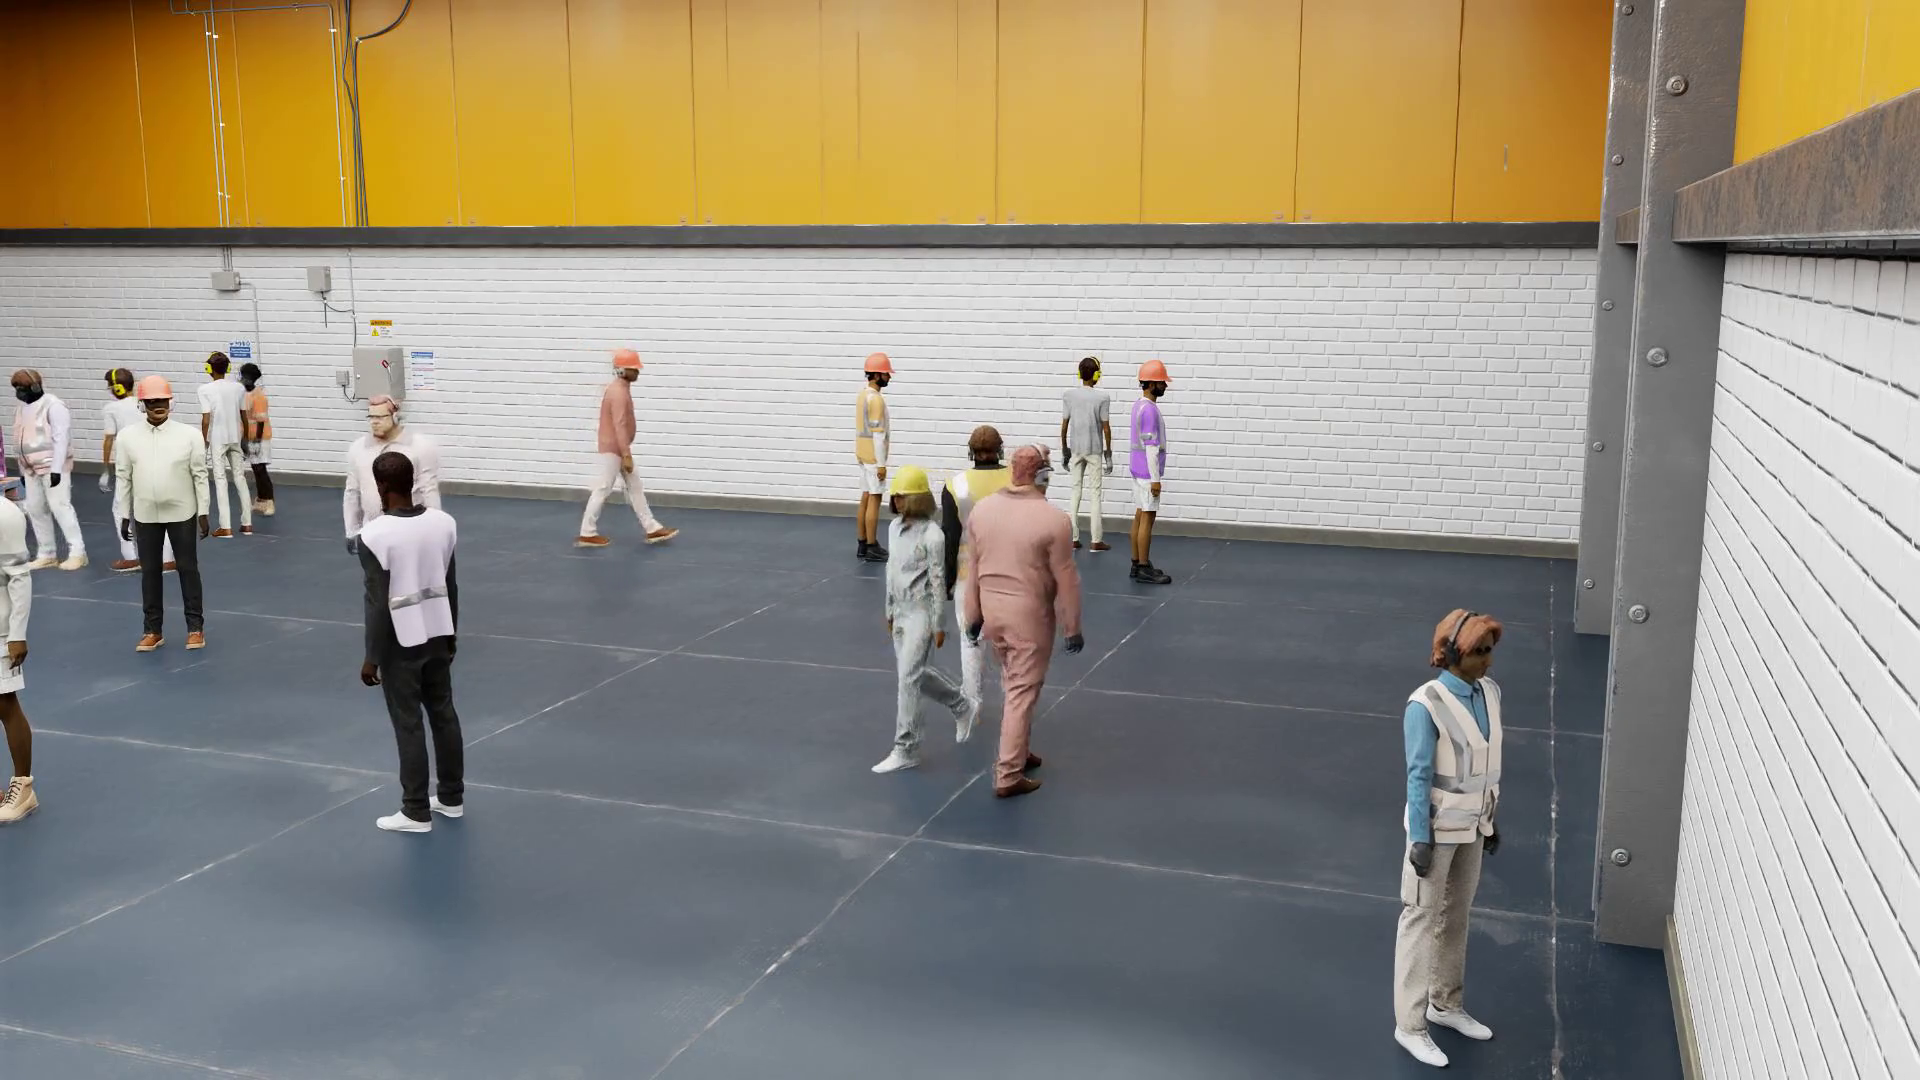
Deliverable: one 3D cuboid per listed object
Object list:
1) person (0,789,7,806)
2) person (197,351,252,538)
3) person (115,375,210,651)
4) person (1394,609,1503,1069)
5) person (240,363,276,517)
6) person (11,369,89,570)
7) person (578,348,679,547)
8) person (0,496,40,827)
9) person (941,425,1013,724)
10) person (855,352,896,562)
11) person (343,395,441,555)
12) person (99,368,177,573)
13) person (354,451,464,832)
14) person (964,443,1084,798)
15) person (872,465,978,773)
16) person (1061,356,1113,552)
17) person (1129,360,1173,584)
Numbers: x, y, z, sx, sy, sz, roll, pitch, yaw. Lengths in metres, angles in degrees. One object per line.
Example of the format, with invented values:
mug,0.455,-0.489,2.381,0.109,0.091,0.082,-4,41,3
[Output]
person,-5.222,0.474,8.449,0.637,1.937,0.398,-2,10,-11
person,-7.382,-0.956,16.691,0.310,1.868,0.533,8,13,37
person,-5.751,-0.192,12.018,0.622,1.996,0.369,-2,10,-13
person,1.773,1.055,6.016,0.513,1.637,0.309,-9,13,-41
person,-7.655,-1.093,18.029,0.318,1.671,0.640,-9,13,-41
person,-8.243,-0.628,14.978,0.658,1.824,0.451,5,11,26
person,-3.242,-0.878,16.074,1.035,1.927,0.646,-1,10,-6
person,-4.974,0.433,8.375,0.615,2.042,0.374,3,10,16
person,0.170,0.215,10.190,0.619,1.839,0.430,-3,10,-14
person,-0.775,-0.768,15.436,0.378,1.936,0.548,-3,11,-18
person,-3.980,-0.065,11.606,0.686,1.891,0.487,1,10,7
person,-7.373,-0.614,14.845,0.562,1.835,0.615,9,14,43
person,-2.732,0.510,8.314,0.389,1.911,0.590,5,11,28
person,0.387,0.417,8.940,0.657,1.879,0.736,9,14,42
person,-0.186,0.416,9.375,0.720,1.724,0.492,-6,12,-32
person,1.215,-0.817,15.909,0.535,1.868,0.309,5,11,26
person,1.654,-0.591,14.437,0.355,1.938,0.544,-1,10,-5
